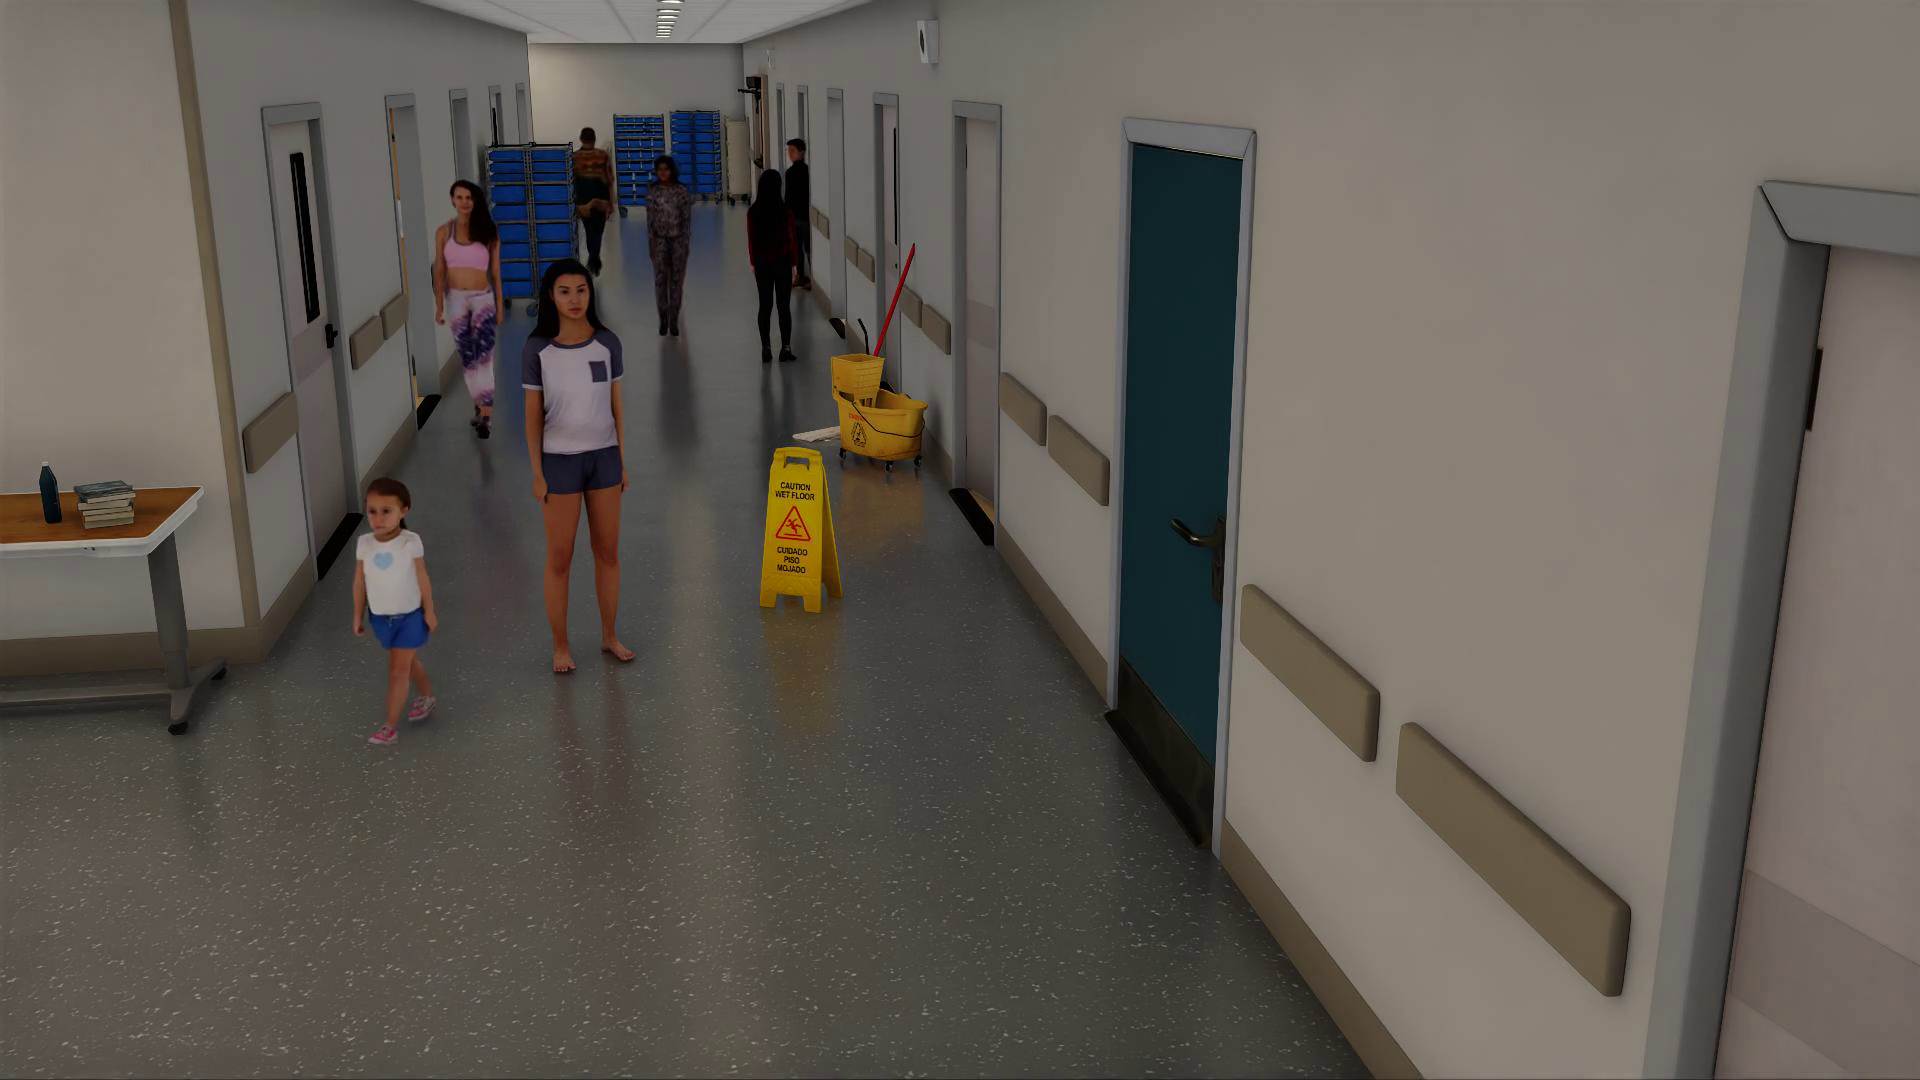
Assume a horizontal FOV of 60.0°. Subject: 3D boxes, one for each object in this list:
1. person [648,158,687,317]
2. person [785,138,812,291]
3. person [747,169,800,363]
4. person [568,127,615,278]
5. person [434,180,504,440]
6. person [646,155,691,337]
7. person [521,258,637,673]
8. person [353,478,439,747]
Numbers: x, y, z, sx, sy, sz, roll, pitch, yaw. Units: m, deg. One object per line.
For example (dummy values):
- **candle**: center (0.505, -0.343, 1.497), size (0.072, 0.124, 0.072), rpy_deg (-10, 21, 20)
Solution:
- **person**: center (-2.995, -3.129, 17.223), size (0.599, 1.607, 1.014), rpy_deg (-2, 16, -6)
- **person**: center (-1.842, -3.796, 19.384), size (0.676, 1.719, 0.769), rpy_deg (14, 21, 40)
- **person**: center (-1.629, -2.385, 14.495), size (0.653, 1.656, 0.629), rpy_deg (3, 16, 10)
- **person**: center (-4.425, -4.024, 20.038), size (0.782, 1.763, 1.233), rpy_deg (-1, 16, -4)
- **person**: center (-3.382, -1.570, 11.501), size (0.624, 1.711, 1.186), rpy_deg (-2, 16, -7)
- **person**: center (-2.756, -2.796, 15.871), size (0.564, 1.700, 0.635), rpy_deg (-2, 16, -8)
- **person**: center (-1.607, -0.319, 7.021), size (0.650, 1.734, 0.630), rpy_deg (-10, 18, -30)
- **person**: center (-2.123, 0.258, 6.338), size (0.585, 0.995, 0.781), rpy_deg (3, 16, 10)
